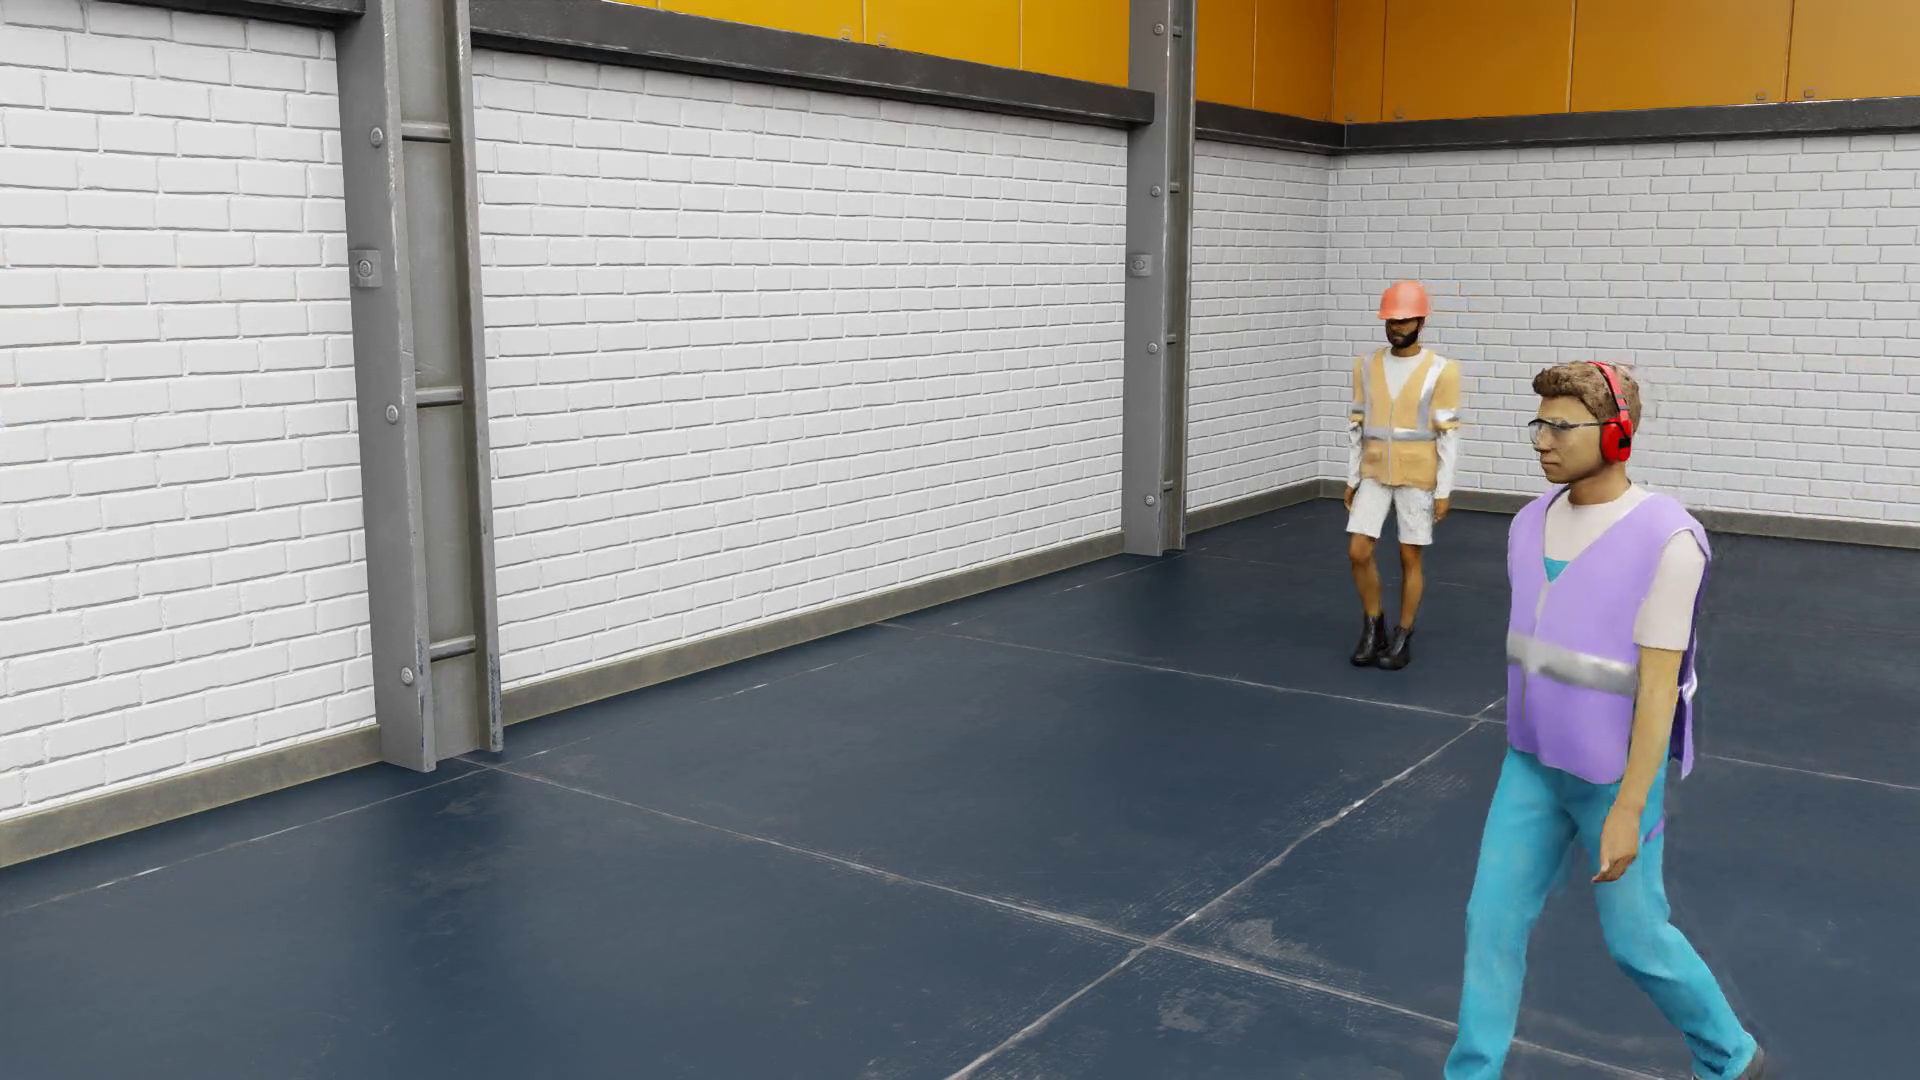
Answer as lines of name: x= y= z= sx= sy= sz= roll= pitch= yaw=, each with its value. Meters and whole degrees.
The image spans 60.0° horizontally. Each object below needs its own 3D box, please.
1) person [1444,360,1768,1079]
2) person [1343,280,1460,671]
person: x=1.430 y=0.502 z=3.717 sx=0.895 sy=1.816 sz=0.567 roll=-4 pitch=10 yaw=-22
person: x=2.127 y=-0.296 z=8.142 sx=0.569 sy=1.923 sz=0.495 roll=6 pitch=11 yaw=33
